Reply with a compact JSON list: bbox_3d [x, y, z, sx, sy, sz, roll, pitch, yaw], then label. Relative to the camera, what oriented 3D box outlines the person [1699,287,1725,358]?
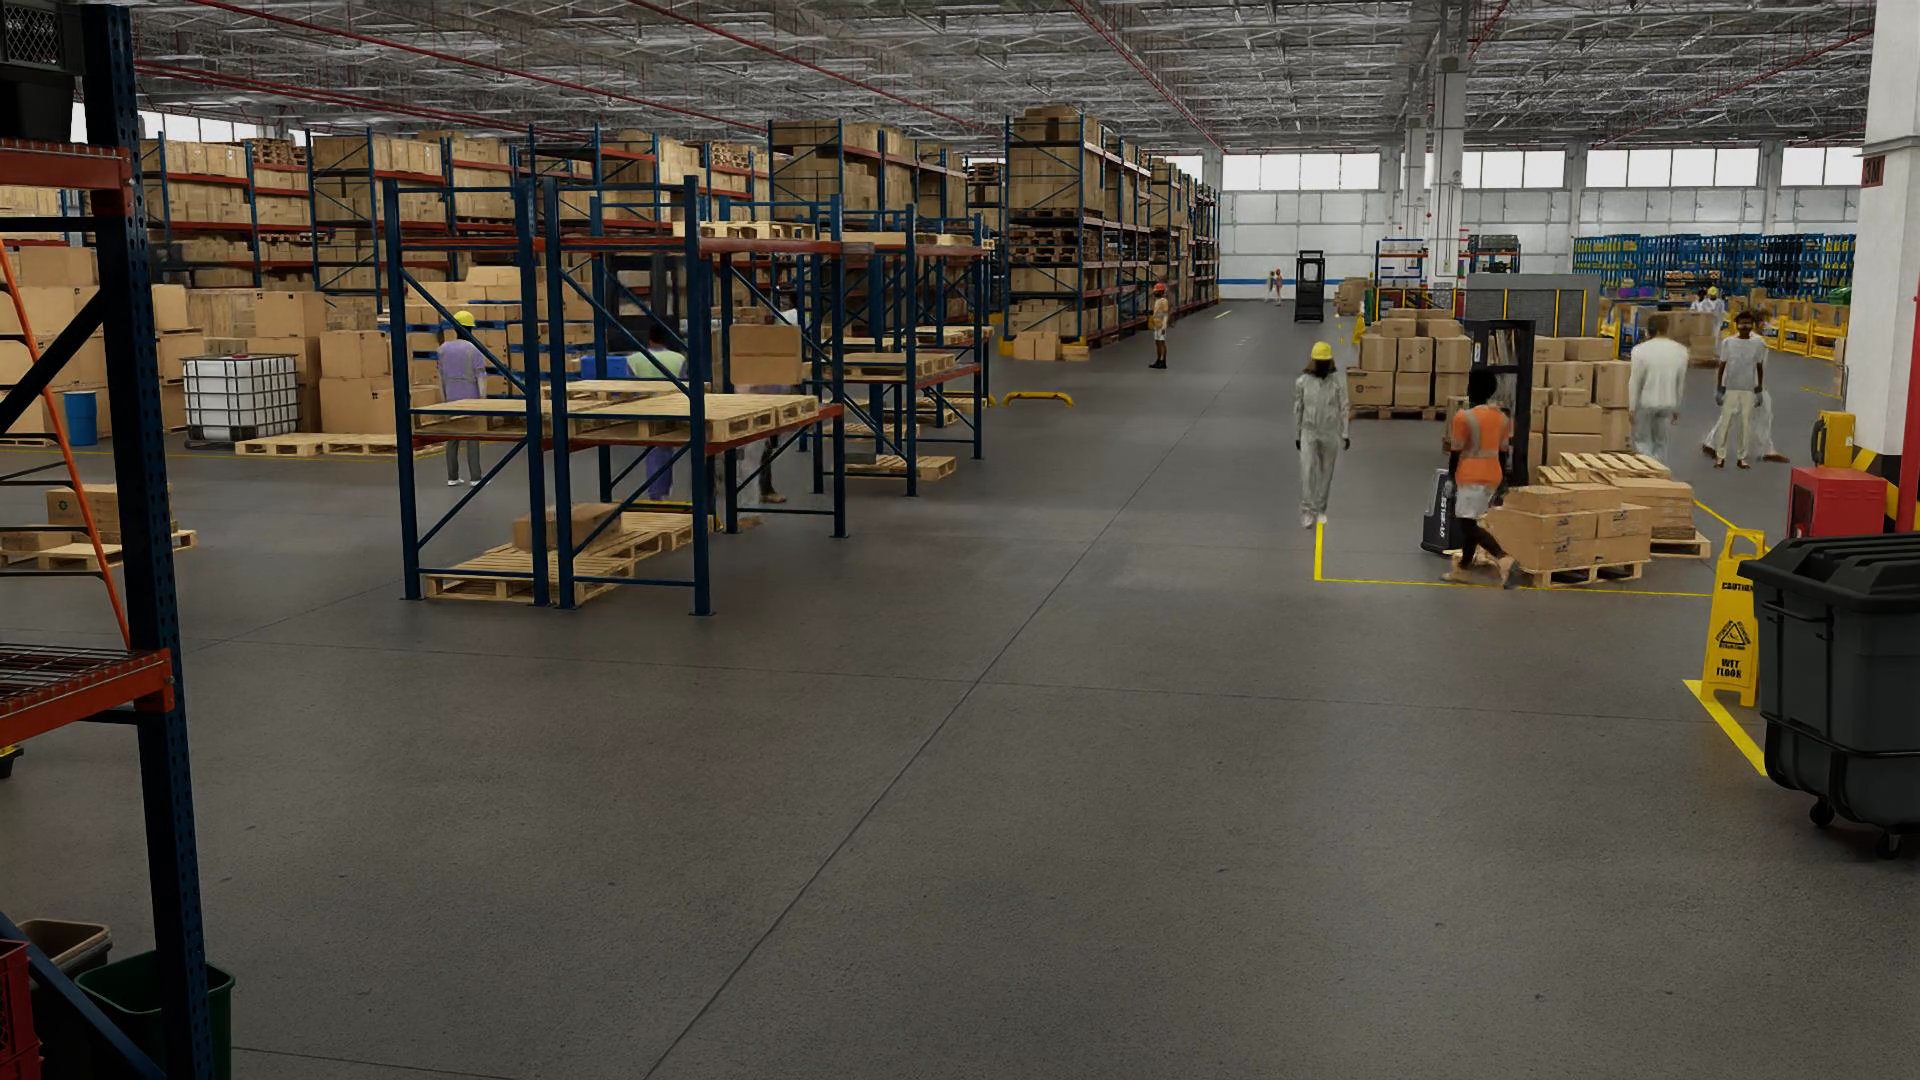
[{"bbox_3d":[18.426,-5.293,40.734,0.624,1.795,0.887,2,10,12],"label":"person"}]

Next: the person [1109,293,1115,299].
[{"bbox_3d":[6.463,-10.241,70.529,0.279,1.634,0.498,-2,10,-11],"label":"person"}]

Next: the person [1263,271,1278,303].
[{"bbox_3d":[17.557,-14.217,93.628,0.999,1.786,0.628,-2,10,-13],"label":"person"}]

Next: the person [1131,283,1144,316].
[{"bbox_3d":[6.254,-8.268,58.825,0.910,1.646,0.540,4,10,20],"label":"person"}]

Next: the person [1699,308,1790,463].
[{"bbox_3d":[9.627,-1.894,20.371,1.010,1.897,0.641,7,12,38],"label":"person"}]

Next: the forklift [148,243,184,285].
[{"bbox_3d":[-17.492,-5.141,36.649,1.873,2.768,1.129,2,10,12],"label":"forklift"}]

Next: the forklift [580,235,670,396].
[{"bbox_3d":[-4.793,-3.105,24.595,1.129,2.768,1.873,2,10,12],"label":"forklift"}]

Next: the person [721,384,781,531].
[{"bbox_3d":[-1.984,-1.003,15.268,0.663,1.826,0.531,7,12,35],"label":"person"}]

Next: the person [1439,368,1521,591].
[{"bbox_3d":[3.919,-0.445,12.411,0.523,1.671,0.724,-7,12,-35],"label":"person"}]

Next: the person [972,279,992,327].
[{"bbox_3d":[0.793,-8.487,59.774,1.078,1.766,0.649,8,12,38],"label":"person"}]

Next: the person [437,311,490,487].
[{"bbox_3d":[-5.405,-1.535,18.162,0.585,1.917,0.409,3,10,17],"label":"person"}]

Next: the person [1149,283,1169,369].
[{"bbox_3d":[4.516,-4.856,37.751,0.360,1.935,0.552,-3,10,-17],"label":"person"}]

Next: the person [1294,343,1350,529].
[{"bbox_3d":[3.325,-0.949,15.316,0.504,1.700,0.905,1,10,7],"label":"person"}]

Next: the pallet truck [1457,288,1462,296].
[{"bbox_3d":[20.506,-9.785,68.819,0.653,1.274,1.630,2,10,12],"label":"pallet truck"}]

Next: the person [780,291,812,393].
[{"bbox_3d":[-2.840,-3.332,28.700,0.616,1.951,0.579,3,10,19],"label":"person"}]

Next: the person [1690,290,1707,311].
[{"bbox_3d":[19.660,-5.802,44.168,0.538,1.645,0.884,2,10,14],"label":"person"}]

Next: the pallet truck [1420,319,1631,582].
[{"bbox_3d":[4.543,-0.757,13.299,0.823,1.965,1.885,-4,10,-22],"label":"pallet truck"}]

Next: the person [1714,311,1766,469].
[{"bbox_3d":[9.219,-1.766,19.650,0.513,1.871,0.329,3,10,18],"label":"person"}]

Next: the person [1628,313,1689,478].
[{"bbox_3d":[7.124,-1.357,17.038,0.640,1.928,0.439,-1,10,-5],"label":"person"}]

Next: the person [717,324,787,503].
[{"bbox_3d":[-2.096,-1.270,16.825,0.613,1.833,0.524,2,10,12],"label":"person"}]

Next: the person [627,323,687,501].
[{"bbox_3d":[-3.051,-1.255,16.724,0.675,1.845,1.036,-2,10,-14],"label":"person"}]

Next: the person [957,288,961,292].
[{"bbox_3d":[-0.257,-11.862,79.592,0.616,1.812,0.443,3,10,17],"label":"person"}]

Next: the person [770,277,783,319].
[{"bbox_3d":[-5.959,-7.586,53.974,0.396,1.919,0.590,-3,10,-18],"label":"person"}]

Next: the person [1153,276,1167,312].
[{"bbox_3d":[7.168,-8.505,59.490,0.490,1.887,0.664,5,11,29],"label":"person"}]

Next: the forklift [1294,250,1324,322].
[{"bbox_3d":[13.778,-10.002,65.433,1.129,2.768,1.873,2,10,12],"label":"forklift"}]

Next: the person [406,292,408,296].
[{"bbox_3d":[-15.024,-6.045,45.726,0.521,1.615,0.636,2,10,11],"label":"person"}]

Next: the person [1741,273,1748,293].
[{"bbox_3d":[41.195,-13.152,87.358,0.631,1.784,0.962,-4,10,-21],"label":"person"}]

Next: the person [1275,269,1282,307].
[{"bbox_3d":[16.670,-13.218,87.139,0.408,1.986,0.608,1,10,7],"label":"person"}]
